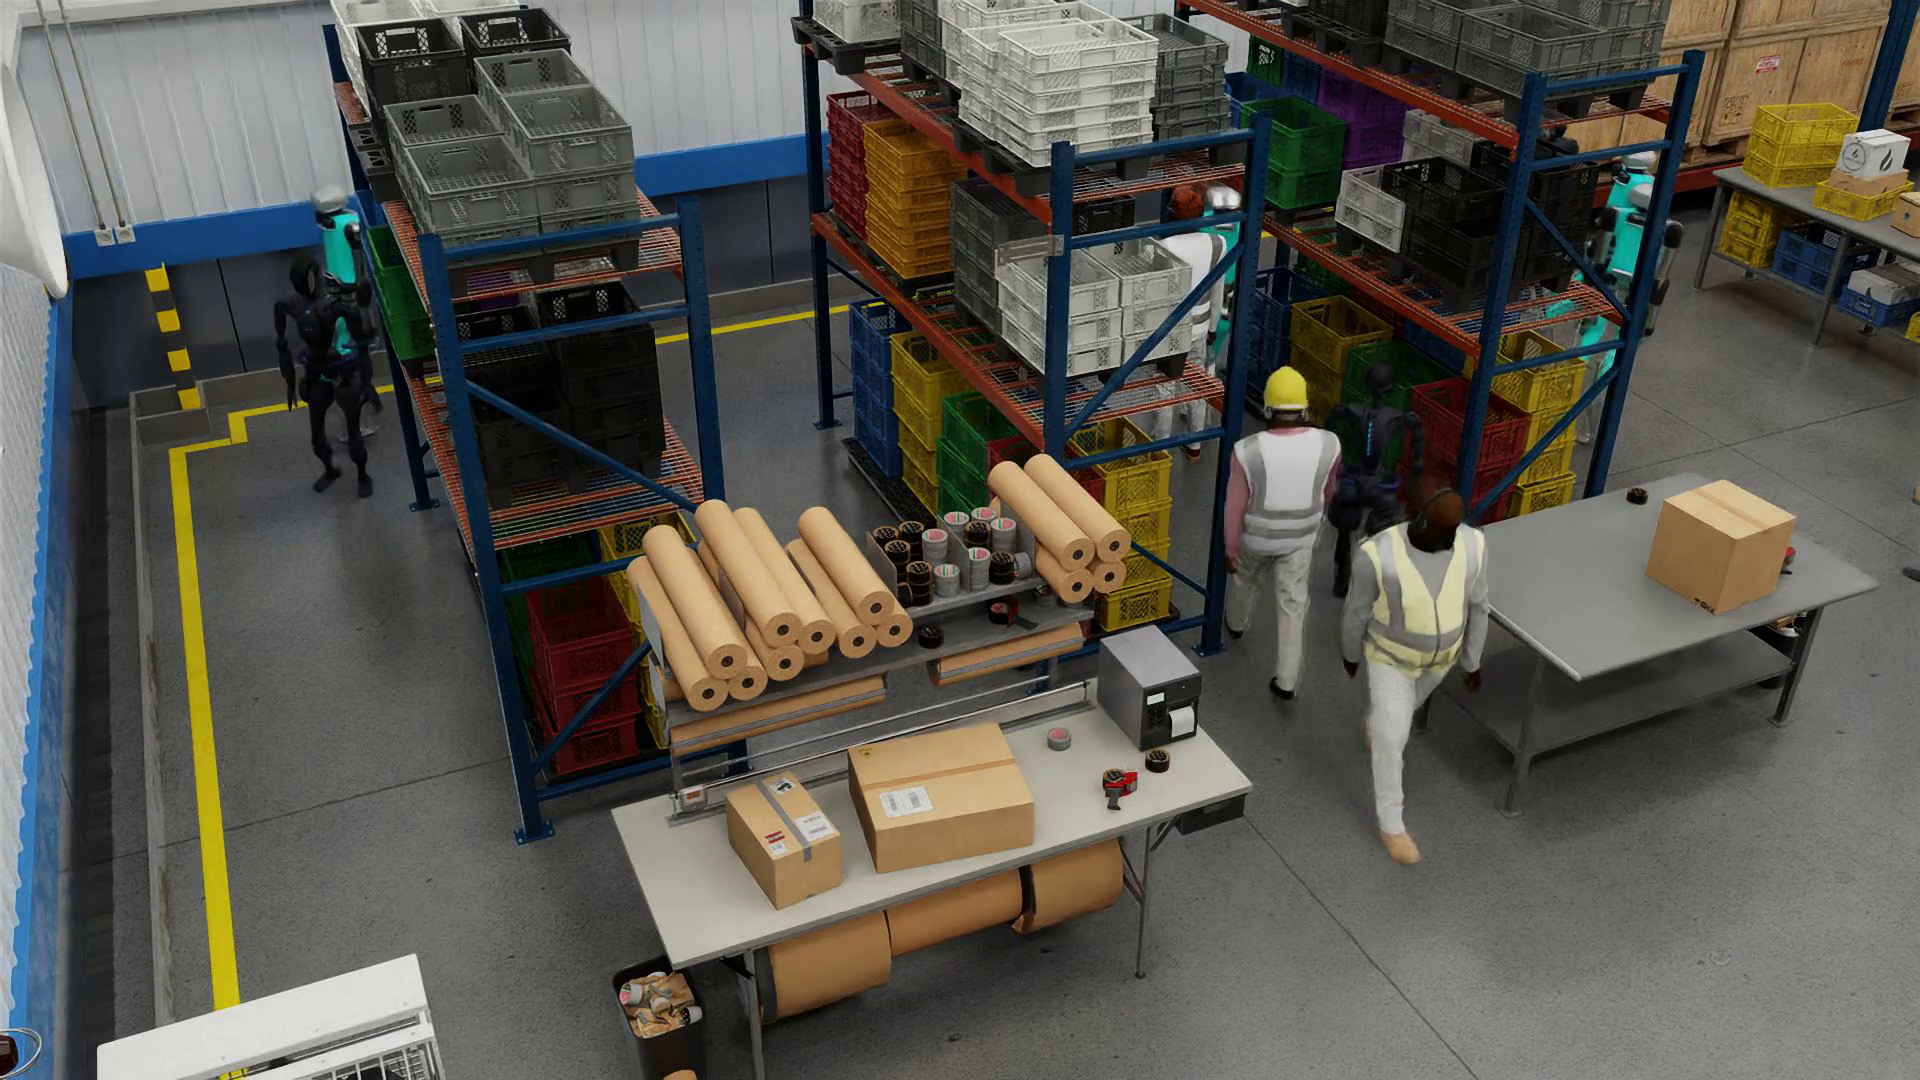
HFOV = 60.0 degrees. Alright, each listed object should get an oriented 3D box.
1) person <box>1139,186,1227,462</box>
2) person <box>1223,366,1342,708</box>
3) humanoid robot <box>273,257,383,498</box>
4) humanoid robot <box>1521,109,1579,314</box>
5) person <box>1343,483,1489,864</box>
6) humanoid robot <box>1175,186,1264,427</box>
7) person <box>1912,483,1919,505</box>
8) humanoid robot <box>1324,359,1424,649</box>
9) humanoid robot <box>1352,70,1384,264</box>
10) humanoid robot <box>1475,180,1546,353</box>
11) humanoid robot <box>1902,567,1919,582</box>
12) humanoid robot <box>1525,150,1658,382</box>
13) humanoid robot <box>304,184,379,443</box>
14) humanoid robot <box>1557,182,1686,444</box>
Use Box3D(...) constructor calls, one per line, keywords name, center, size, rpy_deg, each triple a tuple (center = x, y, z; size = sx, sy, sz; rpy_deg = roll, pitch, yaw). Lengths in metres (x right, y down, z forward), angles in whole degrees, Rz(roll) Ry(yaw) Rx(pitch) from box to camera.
Box3D(name="person", center=(1.395, -1.339, 10.607), size=(0.572, 1.883, 0.354), rpy_deg=(-10, 33, -16))
Box3D(name="person", center=(1.642, -0.050, 8.609), size=(0.587, 1.784, 0.948), rpy_deg=(-1, 32, -1))
Box3D(name="humanoid robot", center=(-3.869, -0.997, 10.257), size=(0.599, 1.642, 0.391), rpy_deg=(0, 32, 1))
Box3D(name="humanoid robot", center=(4.426, -2.497, 12.684), size=(0.609, 1.650, 0.360), rpy_deg=(-13, 34, -20))
Box3D(name="person", center=(2.085, 0.509, 7.701), size=(0.607, 1.795, 0.965), rpy_deg=(-7, 32, -11))
Box3D(name="humanoid robot", center=(1.652, -1.563, 11.177), size=(0.555, 1.844, 0.769), rpy_deg=(-1, 32, -2))
Box3D(name="person", center=(6.264, -1.097, 10.062), size=(0.605, 2.045, 0.376), rpy_deg=(27, 41, 37))
Box3D(name="humanoid robot", center=(2.219, -0.242, 9.067), size=(0.599, 1.620, 0.816), rpy_deg=(12, 34, 19))
Box3D(name="humanoid robot", center=(3.380, -2.921, 13.322), size=(0.705, 1.802, 0.557), rpy_deg=(16, 35, 25))
Box3D(name="humanoid robot", center=(3.748, -1.736, 11.435), size=(0.599, 1.654, 0.315), rpy_deg=(-4, 32, -7))
Box3D(name="humanoid robot", center=(5.838, -0.373, 9.252), size=(0.589, 1.641, 0.652), rpy_deg=(-22, 38, -31))
Box3D(name="humanoid robot", center=(4.308, -1.889, 11.586), size=(0.772, 1.720, 0.530), rpy_deg=(-1, 32, -1))
Box3D(name="humanoid robot", center=(-4.111, -1.343, 10.797), size=(0.740, 1.835, 0.540), rpy_deg=(-26, 40, -36))
Box3D(name="humanoid robot", center=(4.199, -1.338, 10.839), size=(0.534, 1.873, 0.761), rpy_deg=(24, 39, 34))
